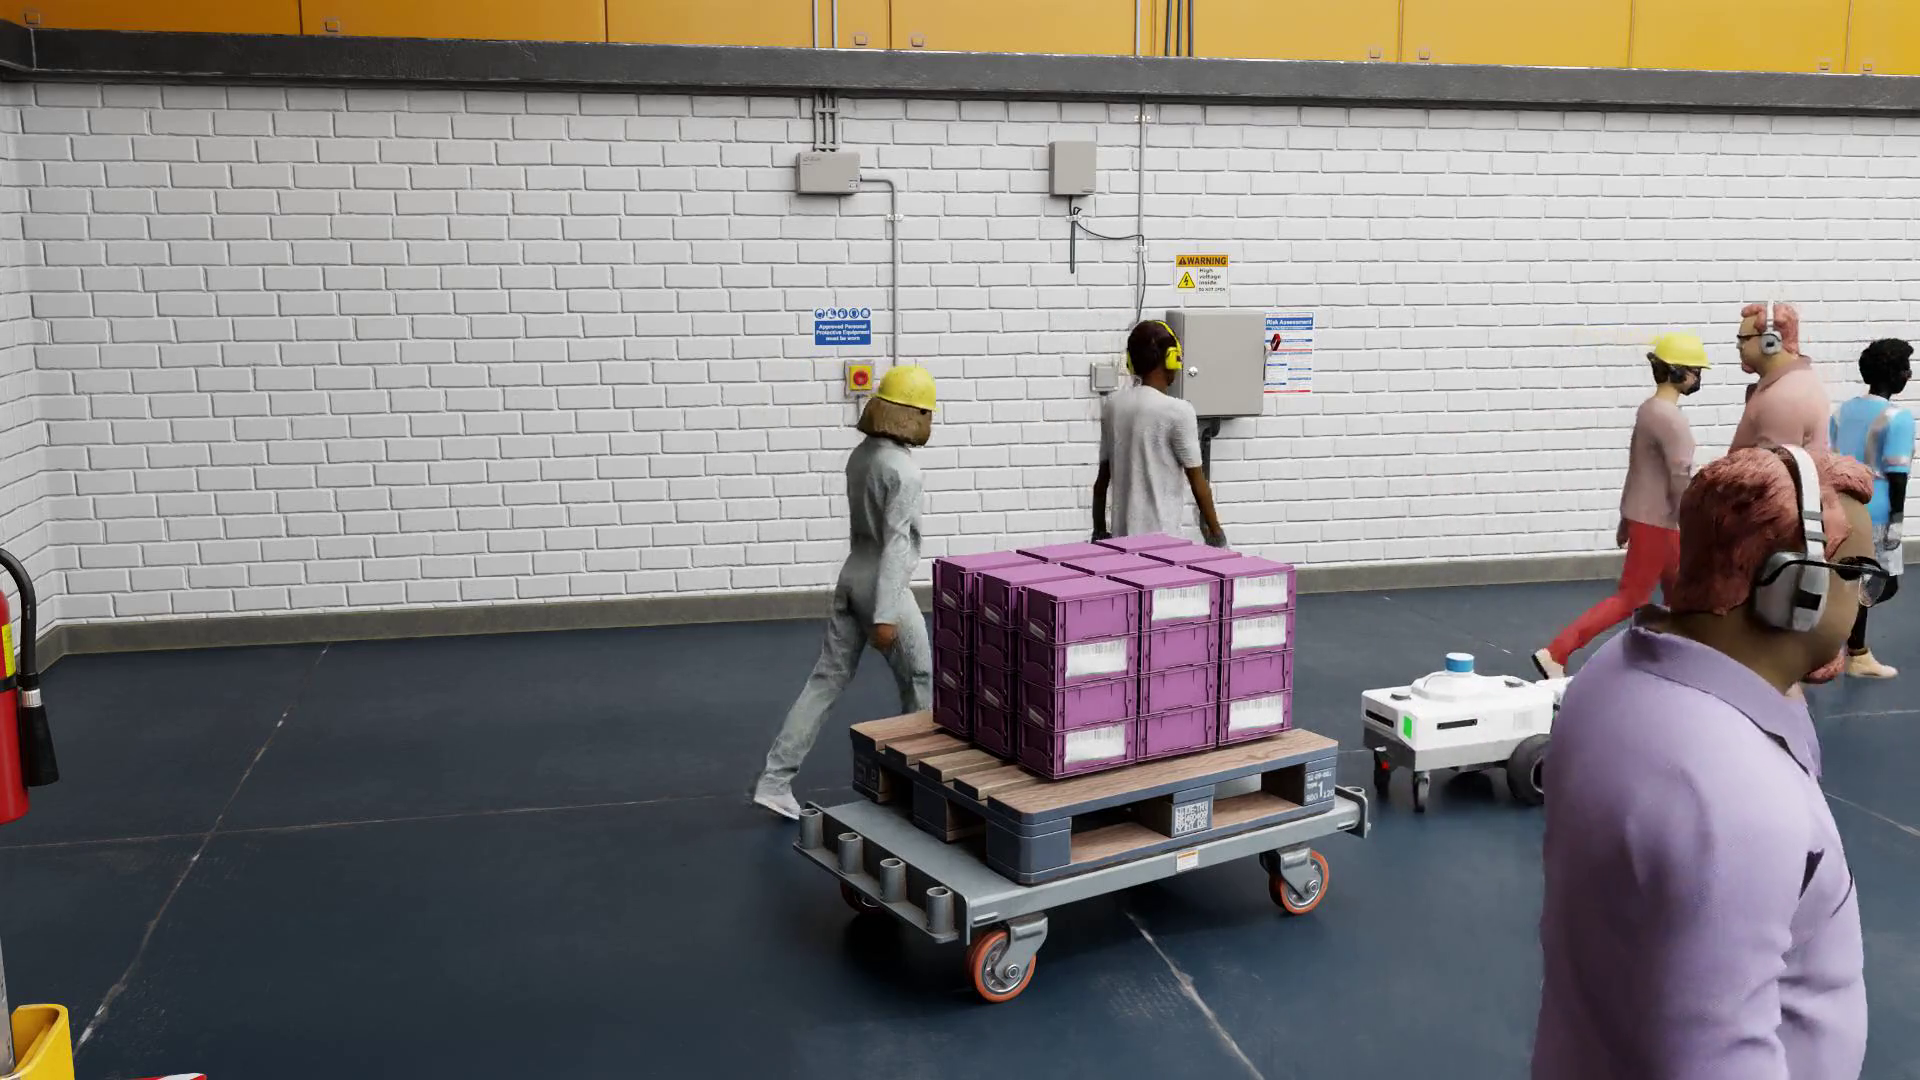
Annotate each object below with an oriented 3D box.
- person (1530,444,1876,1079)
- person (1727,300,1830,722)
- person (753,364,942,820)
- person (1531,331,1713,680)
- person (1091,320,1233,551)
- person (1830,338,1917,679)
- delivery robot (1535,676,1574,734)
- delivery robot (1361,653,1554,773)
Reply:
[{"bbox_3d":[0.904,0.808,2.195,0.501,1.885,0.655,2,10,11],"label":"person"},{"bbox_3d":[3.322,-0.033,6.839,0.419,1.884,0.684,5,11,27],"label":"person"},{"bbox_3d":[-0.352,0.206,6.069,0.882,1.689,0.515,-6,12,-30],"label":"person"},{"bbox_3d":[3.120,-0.100,7.656,0.843,1.728,0.507,2,10,13],"label":"person"},{"bbox_3d":[0.830,0.011,6.821,0.998,1.801,0.544,-6,12,-30],"label":"person"},{"bbox_3d":[4.280,-0.127,7.942,0.555,1.682,0.536,-1,10,-5],"label":"person"},{"bbox_3d":[2.607,0.647,6.505,0.707,0.478,0.477,-4,11,-23],"label":"delivery robot"},{"bbox_3d":[1.894,0.675,6.347,0.707,0.478,0.477,-4,11,-20],"label":"delivery robot"}]
